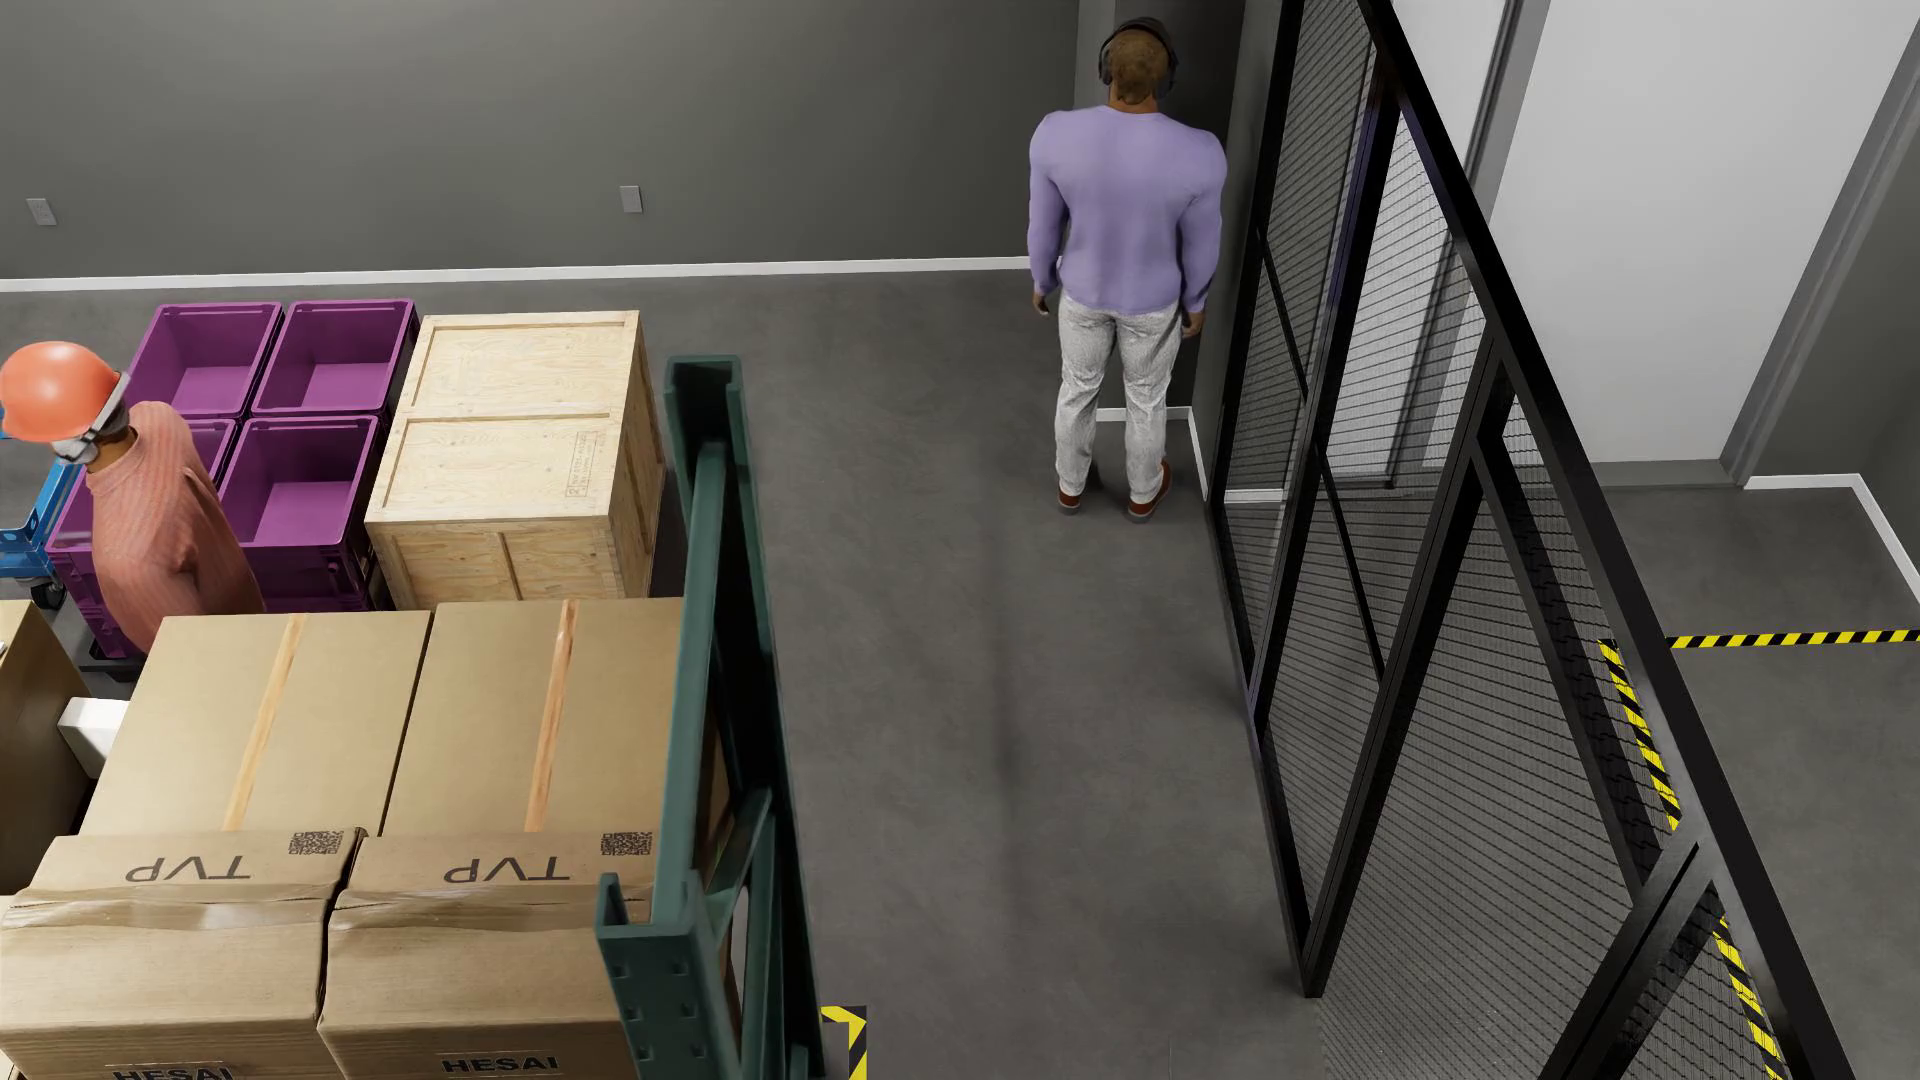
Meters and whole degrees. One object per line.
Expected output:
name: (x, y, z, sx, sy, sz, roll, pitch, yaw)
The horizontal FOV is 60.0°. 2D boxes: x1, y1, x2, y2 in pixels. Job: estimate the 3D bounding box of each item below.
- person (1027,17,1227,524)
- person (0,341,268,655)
person: (0.531, -0.837, 5.556, 0.628, 1.940, 0.377, 12, 47, 11)
person: (-2.047, 0.256, 4.480, 0.389, 1.986, 0.615, -12, 48, -11)
